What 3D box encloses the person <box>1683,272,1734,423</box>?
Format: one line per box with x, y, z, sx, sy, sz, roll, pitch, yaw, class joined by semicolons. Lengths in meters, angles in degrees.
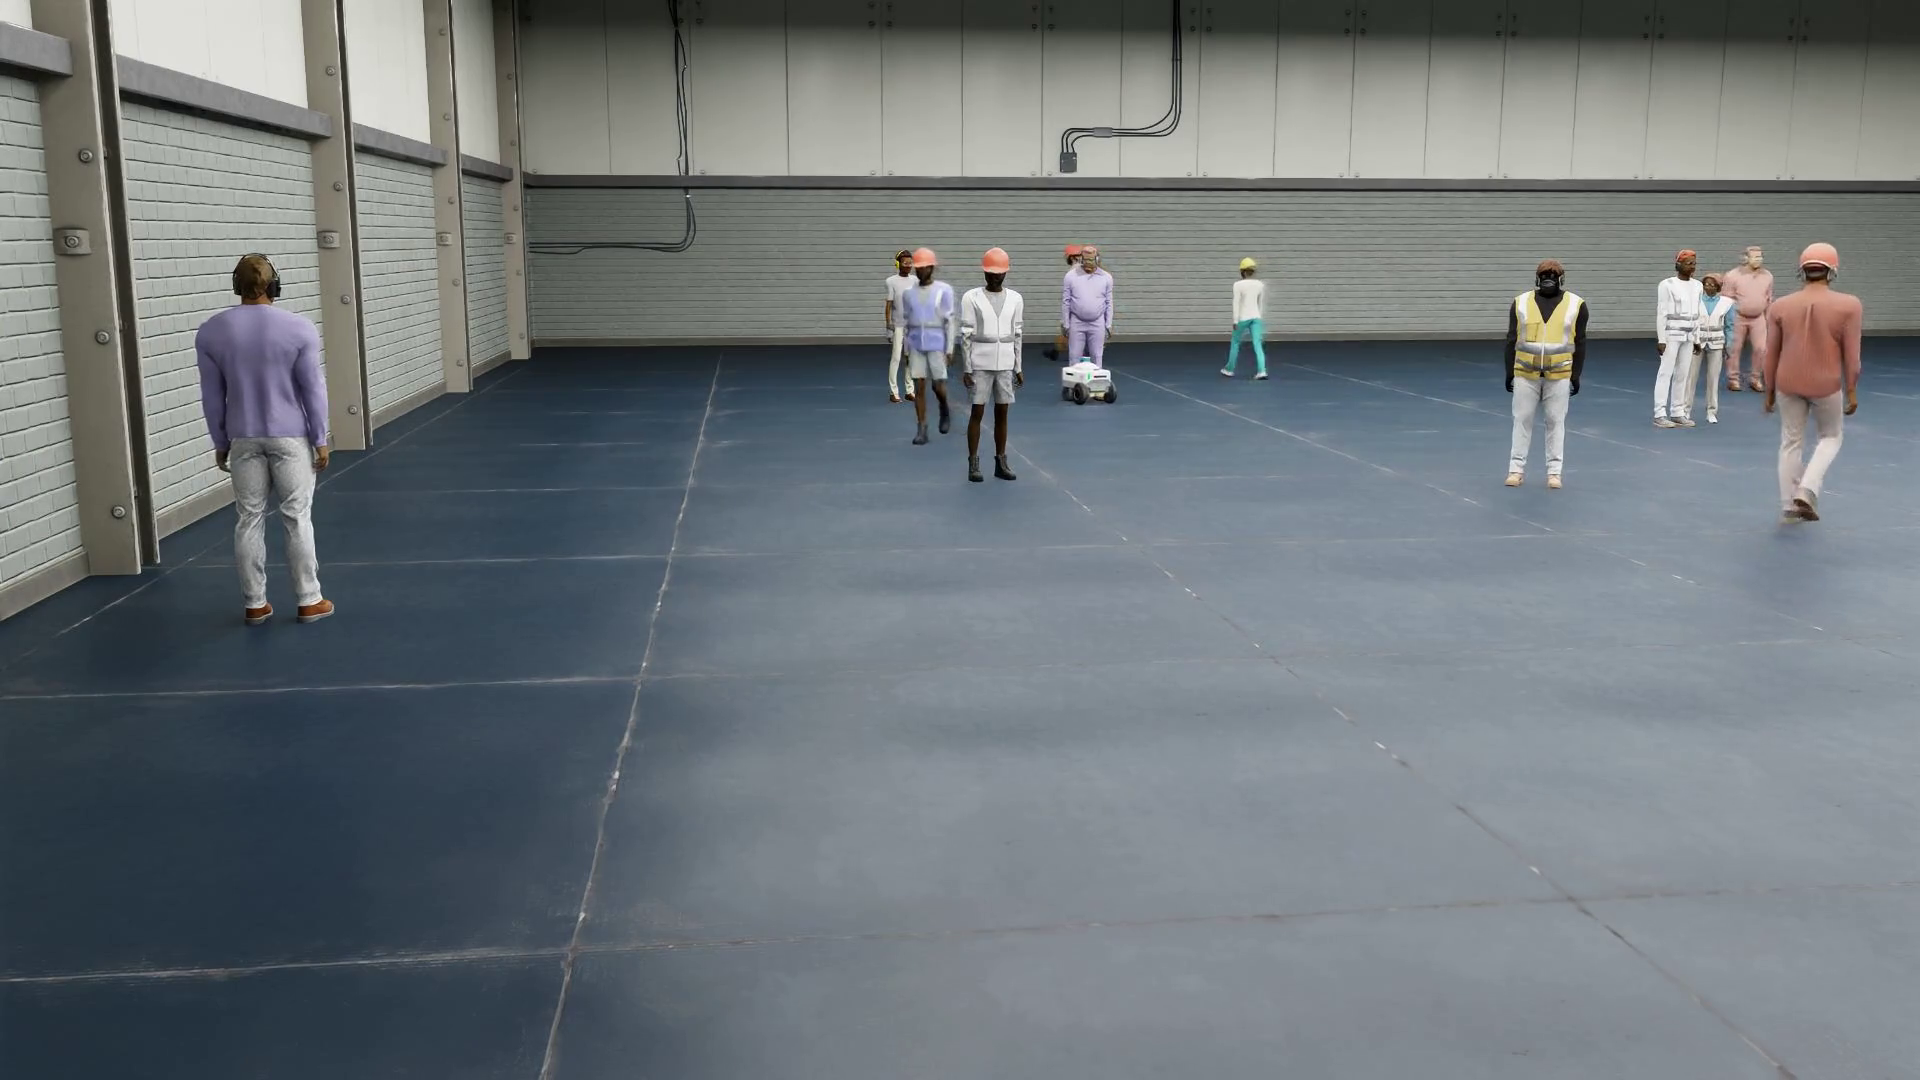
8.135;-2.090;18.136;0.512;1.639;0.311;4;11;21;person

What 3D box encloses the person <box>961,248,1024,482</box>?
0.279;-1.447;13.812;0.542;1.930;0.375;-3;11;-18;person

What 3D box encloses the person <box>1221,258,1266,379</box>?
4.106;-3.160;23.791;0.547;1.717;0.916;-5;11;-24;person

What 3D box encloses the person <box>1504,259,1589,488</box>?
4.721;-1.339;13.462;0.626;1.844;0.429;4;11;22;person

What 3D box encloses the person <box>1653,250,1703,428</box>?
7.663;-2.136;17.721;0.575;1.882;0.355;-4;11;-23;person

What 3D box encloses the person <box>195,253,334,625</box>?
-3.610;-0.517;8.687;0.630;1.940;0.373;-1;10;-6;person

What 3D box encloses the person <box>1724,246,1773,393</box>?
10.293;-2.872;21.715;0.639;1.890;0.653;1;10;5;person

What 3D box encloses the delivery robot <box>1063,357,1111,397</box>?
1.542;-1.992;20.311;0.477;0.478;0.707;-5;11;-24;delivery robot

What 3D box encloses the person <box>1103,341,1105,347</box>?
2.377;-4.314;30.468;0.521;1.583;0.873;-8;13;-38;person

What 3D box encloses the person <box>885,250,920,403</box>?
-0.680;-2.606;20.363;0.520;1.865;0.316;-7;13;-35;person

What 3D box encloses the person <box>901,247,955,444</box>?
-0.302;-1.909;16.367;0.567;1.925;0.600;3;11;18;person

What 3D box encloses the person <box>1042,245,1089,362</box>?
1.789;-3.823;26.955;0.978;1.884;0.554;8;13;36;person

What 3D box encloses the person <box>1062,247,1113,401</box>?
1.577;-2.661;20.548;0.639;1.902;0.407;0;10;0;person

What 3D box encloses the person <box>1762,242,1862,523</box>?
5.978;-1.087;11.692;0.643;1.980;0.430;9;14;41;person
